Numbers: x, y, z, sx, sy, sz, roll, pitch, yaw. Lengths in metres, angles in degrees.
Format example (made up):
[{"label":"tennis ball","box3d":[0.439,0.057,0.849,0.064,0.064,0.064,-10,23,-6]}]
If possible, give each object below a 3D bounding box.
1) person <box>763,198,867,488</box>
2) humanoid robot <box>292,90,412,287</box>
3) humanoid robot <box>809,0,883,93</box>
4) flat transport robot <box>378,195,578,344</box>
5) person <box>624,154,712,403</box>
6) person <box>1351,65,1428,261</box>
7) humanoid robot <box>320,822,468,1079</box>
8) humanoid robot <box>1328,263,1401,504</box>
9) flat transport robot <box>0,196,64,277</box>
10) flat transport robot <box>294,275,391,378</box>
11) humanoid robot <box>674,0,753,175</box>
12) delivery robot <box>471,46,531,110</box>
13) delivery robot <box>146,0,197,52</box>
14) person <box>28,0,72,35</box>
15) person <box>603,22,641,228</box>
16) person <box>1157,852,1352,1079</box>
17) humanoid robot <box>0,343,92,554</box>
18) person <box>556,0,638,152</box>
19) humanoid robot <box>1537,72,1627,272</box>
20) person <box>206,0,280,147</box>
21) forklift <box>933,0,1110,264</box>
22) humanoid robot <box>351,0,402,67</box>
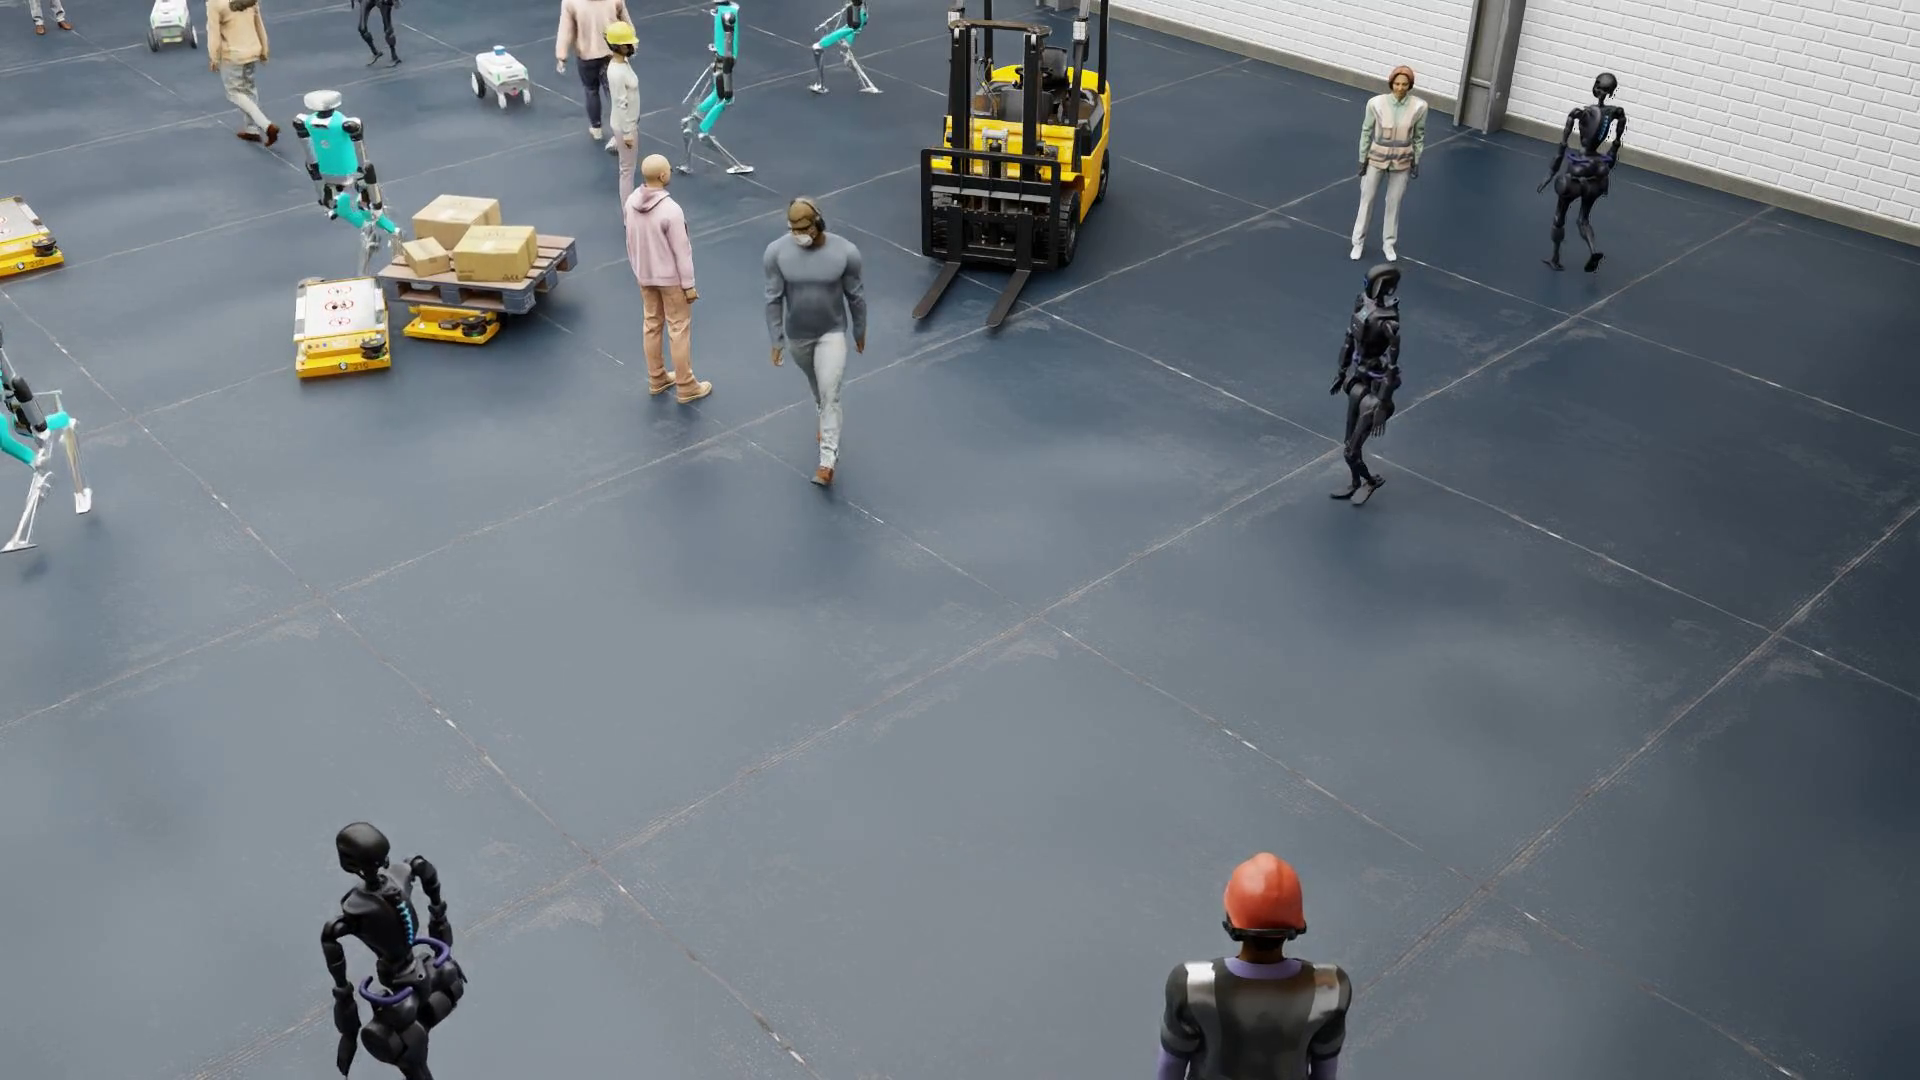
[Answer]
[{"label":"person","box3d":[-0.927,-1.325,10.749,0.628,1.870,1.096,2,33,4]},{"label":"humanoid robot","box3d":[-4.683,-2.707,12.997,0.531,1.788,0.793,5,33,8]},{"label":"humanoid robot","box3d":[-1.291,-5.456,17.256,0.944,1.763,0.564,4,33,7]},{"label":"flat transport robot","box3d":[-3.768,-1.955,13.177,0.659,0.231,1.431,7,34,11]},{"label":"person","box3d":[-2.064,-1.805,11.557,0.536,1.781,0.399,20,38,28]},{"label":"person","box3d":[3.525,-3.089,13.661,0.513,1.640,0.314,4,33,5]},{"label":"humanoid robot","box3d":[-2.067,1.737,6.271,0.786,1.638,0.584,17,37,24]},{"label":"humanoid robot","box3d":[2.545,-0.957,10.347,0.358,1.642,0.603,-9,34,-14]},{"label":"flat transport robot","box3d":[-8.174,-2.584,14.144,0.659,0.231,1.431,-23,40,-31]},{"label":"flat transport robot","box3d":[-4.723,-1.664,12.731,0.659,0.231,1.431,-9,34,-14]},{"label":"humanoid robot","box3d":[-2.399,-4.134,15.236,0.872,1.830,0.530,-7,34,-10]},{"label":"delivery robot","box3d":[-4.784,-4.850,17.383,0.499,0.614,0.811,-19,37,-26]},{"label":"delivery robot","box3d":[-9.026,-5.916,19.020,0.499,0.613,0.803,-10,34,-15]},{"label":"person","box3d":[-10.703,-6.723,19.235,0.461,1.651,0.327,-22,39,-30]},{"label":"person","box3d":[-2.834,-3.554,14.262,0.309,1.767,0.531,-3,33,-5]},{"label":"person","box3d":[0.959,1.878,5.677,0.601,2.034,0.412,0,33,0]},{"label":"humanoid robot","box3d":[-5.699,-0.787,10.045,0.581,1.731,1.024,3,33,4]},{"label":"person","box3d":[-3.460,-4.667,15.930,0.824,1.820,0.848,-10,34,-15]},{"label":"humanoid robot","box3d":[5.028,-2.928,13.393,0.604,1.644,0.500,-7,34,-10]},{"label":"person","box3d":[-6.885,-4.666,15.887,0.722,1.854,0.576,16,36,23]},{"label":"forklift","box3d":[0.570,-3.725,14.138,1.214,2.155,2.313,9,34,13]},{"label":"humanoid robot","box3d":[-6.364,-5.969,18.057,0.612,1.652,0.365,8,34,12]}]
